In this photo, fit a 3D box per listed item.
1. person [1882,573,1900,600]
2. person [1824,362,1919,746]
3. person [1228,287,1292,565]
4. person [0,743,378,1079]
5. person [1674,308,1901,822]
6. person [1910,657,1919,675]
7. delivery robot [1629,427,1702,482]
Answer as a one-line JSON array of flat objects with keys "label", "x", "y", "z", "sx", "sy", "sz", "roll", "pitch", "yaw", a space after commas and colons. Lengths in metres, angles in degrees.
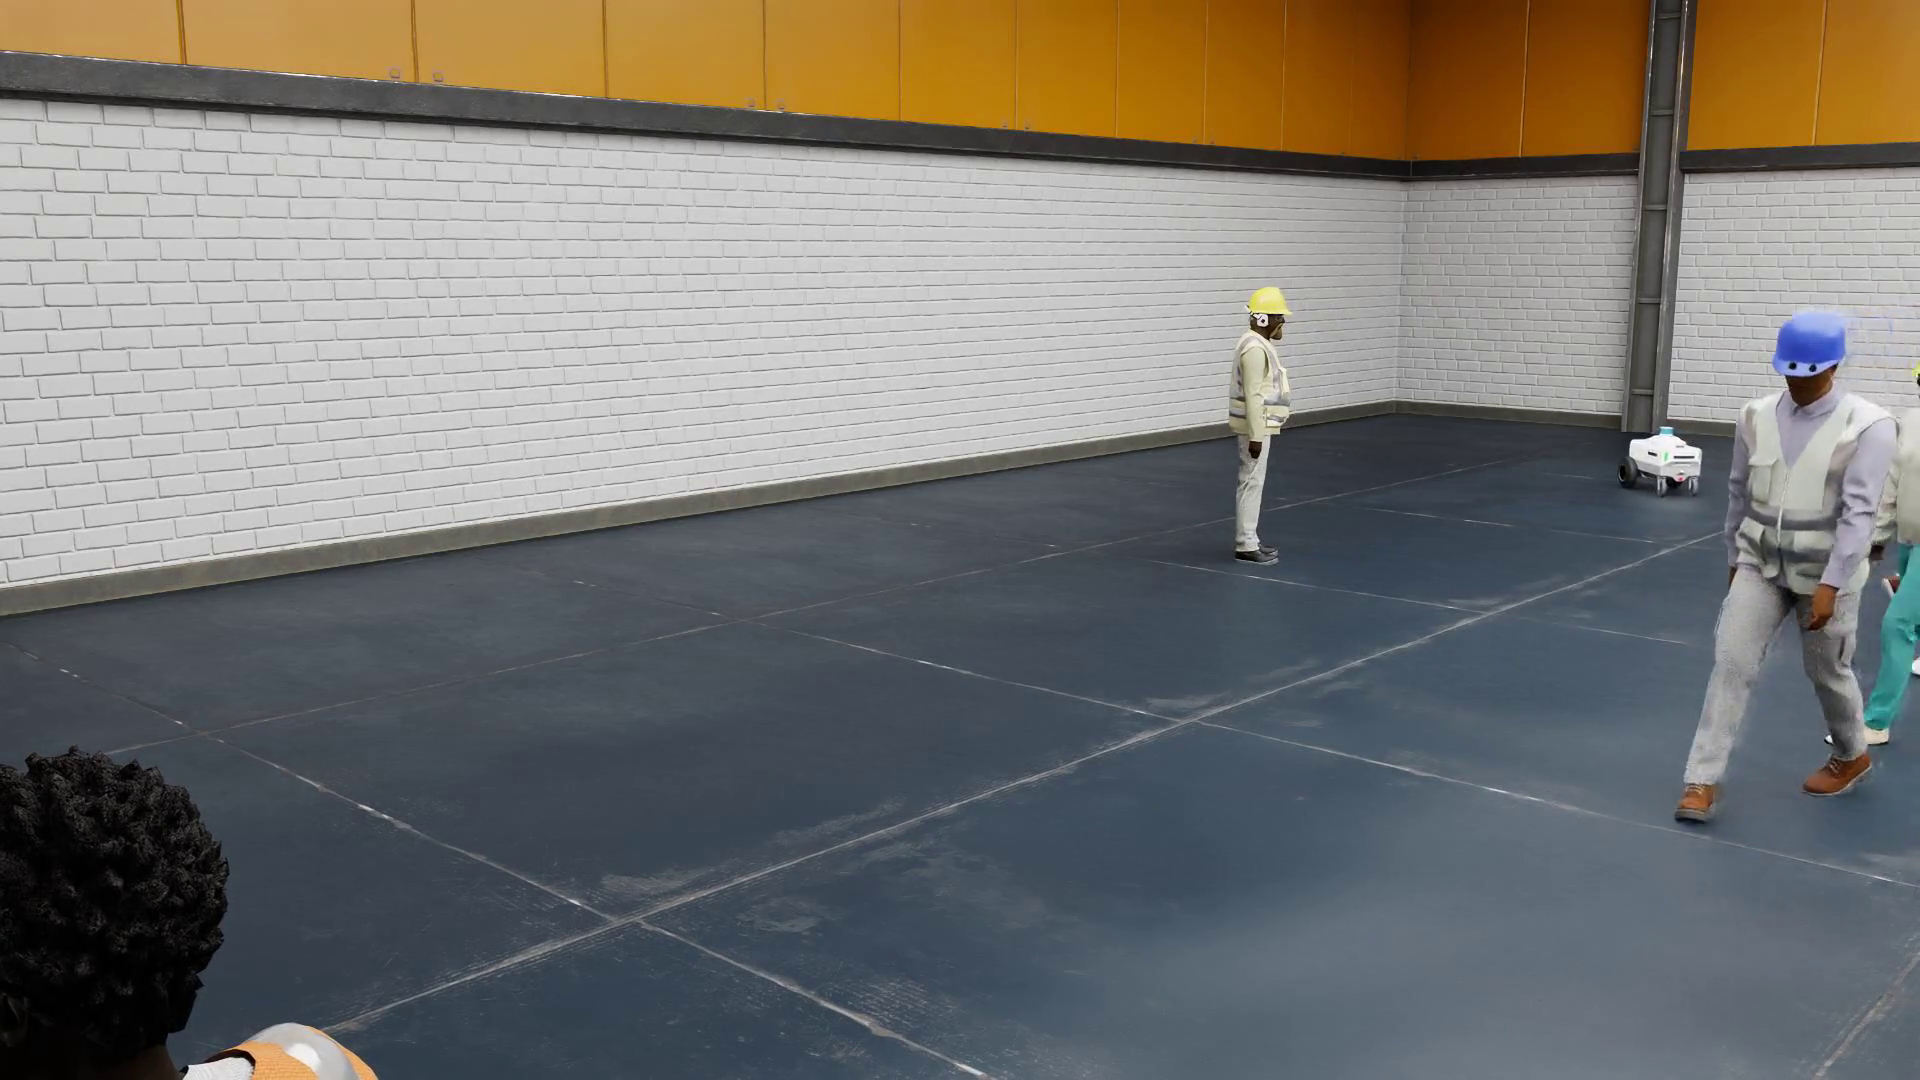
[{"label": "person", "x": 5.313, "y": -0.268, "z": 8.819, "sx": 0.553, "sy": 1.619, "sz": 0.504, "roll": 6, "pitch": 11, "yaw": 29}, {"label": "person", "x": 4.074, "y": 0.017, "z": 6.852, "sx": 0.809, "sy": 1.729, "sz": 0.528, "roll": 0, "pitch": 10, "yaw": 3}, {"label": "person", "x": 1.971, "y": -0.749, "z": 10.976, "sx": 0.403, "sy": 1.824, "sz": 0.593, "roll": 2, "pitch": 10, "yaw": 9}, {"label": "person", "x": -0.655, "y": 0.998, "z": 1.399, "sx": 0.320, "sy": 1.694, "sz": 0.532, "roll": 3, "pitch": 10, "yaw": 17}, {"label": "person", "x": 3.084, "y": 0.093, "z": 6.065, "sx": 0.966, "sy": 1.886, "sz": 0.614, "roll": -7, "pitch": 12, "yaw": -37}, {"label": "person", "x": 4.850, "y": -0.179, "z": 8.042, "sx": 0.756, "sy": 1.698, "sz": 0.541, "roll": -3, "pitch": 10, "yaw": -16}, {"label": "delivery robot", "x": 5.987, "y": -0.717, "z": 14.125, "sx": 0.477, "sy": 0.478, "sz": 0.707, "roll": 0, "pitch": 10, "yaw": -3}]
